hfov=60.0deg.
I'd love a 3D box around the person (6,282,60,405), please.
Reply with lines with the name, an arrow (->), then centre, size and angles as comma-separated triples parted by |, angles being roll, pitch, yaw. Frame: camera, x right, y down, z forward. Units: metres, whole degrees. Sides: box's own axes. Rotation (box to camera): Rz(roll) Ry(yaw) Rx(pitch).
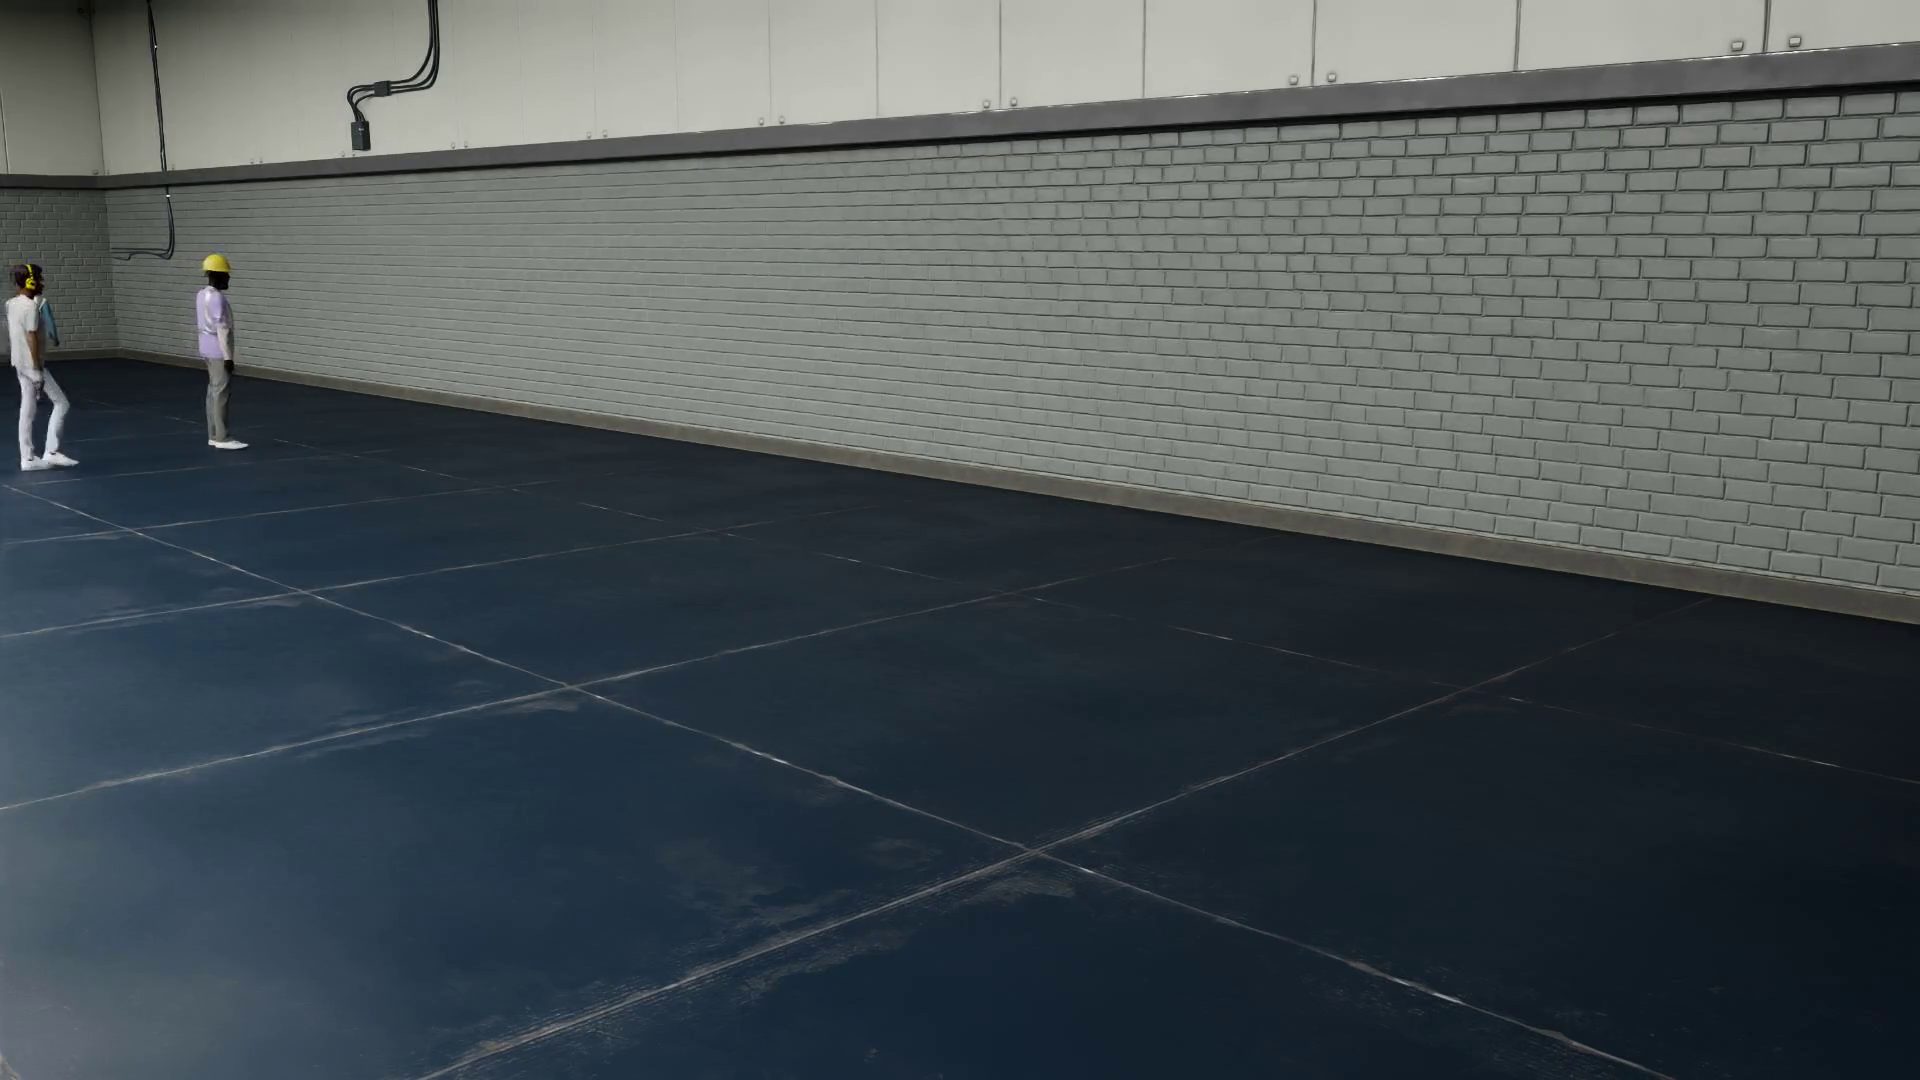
person -> -11.722, -2.519, 20.994 | 0.523, 1.595, 0.870 | -1, 10, -6

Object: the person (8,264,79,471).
person -> -8.300, -1.562, 15.055 | 0.565, 1.850, 0.603 | 9, 14, 40

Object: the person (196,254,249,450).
person -> -7.332, -1.865, 16.512 | 0.386, 1.922, 0.593 | -8, 13, -38
